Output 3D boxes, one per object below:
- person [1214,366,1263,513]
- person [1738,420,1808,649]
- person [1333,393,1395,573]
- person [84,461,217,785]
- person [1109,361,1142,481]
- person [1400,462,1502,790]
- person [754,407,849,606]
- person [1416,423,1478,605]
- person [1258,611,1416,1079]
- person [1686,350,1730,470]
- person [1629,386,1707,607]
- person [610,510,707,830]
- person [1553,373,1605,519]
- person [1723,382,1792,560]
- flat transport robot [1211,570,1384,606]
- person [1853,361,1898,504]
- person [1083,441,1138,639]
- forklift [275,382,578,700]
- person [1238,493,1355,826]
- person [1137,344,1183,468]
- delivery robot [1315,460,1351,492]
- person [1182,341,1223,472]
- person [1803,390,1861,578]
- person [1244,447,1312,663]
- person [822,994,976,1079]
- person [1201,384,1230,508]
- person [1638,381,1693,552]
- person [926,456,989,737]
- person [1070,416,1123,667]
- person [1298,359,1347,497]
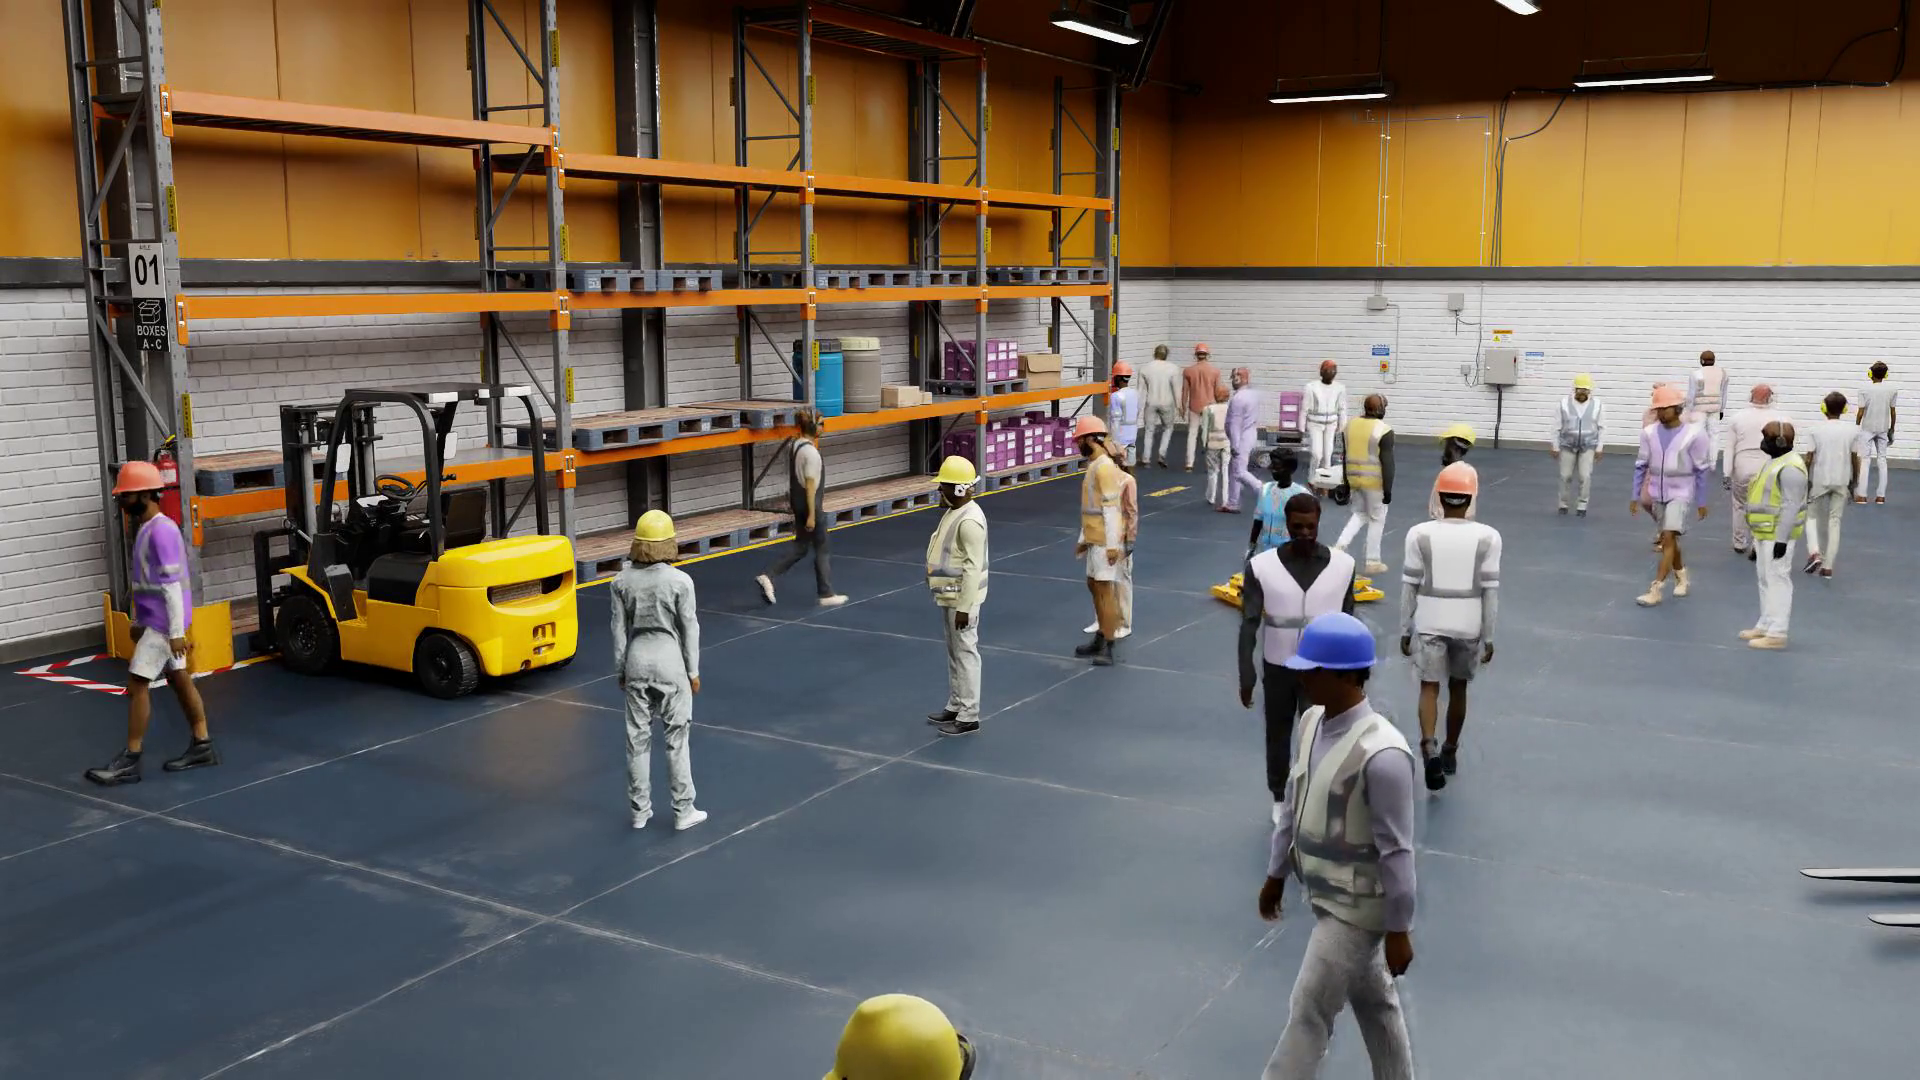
[{"bbox_3d":[3.563,-1.219,20.644,0.791,1.871,0.650,5,10,28],"label":"person"},{"bbox_3d":[6.549,-0.047,13.391,0.429,1.840,0.633,2,9,12],"label":"person"},{"bbox_3d":[4.058,-0.557,16.629,0.529,1.826,0.647,-6,11,-35],"label":"person"},{"bbox_3d":[-4.874,0.489,9.845,0.836,1.903,0.564,-5,10,-29],"label":"person"},{"bbox_3d":[1.988,-1.230,20.476,0.355,1.939,0.543,8,12,39],"label":"person"},{"bbox_3d":[2.862,0.504,9.743,0.548,1.915,0.831,2,9,15],"label":"person"},{"bbox_3d":[-1.422,-0.281,14.925,0.800,1.826,0.526,-4,10,-25],"label":"person"},{"bbox_3d":[3.725,0.057,12.654,0.394,1.877,0.703,7,11,36],"label":"person"},{"bbox_3d":[1.163,1.179,5.539,0.980,1.896,0.633,-2,9,-10],"label":"person"},{"bbox_3d":[11.418,-1.982,25.491,0.621,1.838,0.429,0,9,-3],"label":"person"},{"bbox_3d":[6.524,-0.421,15.259,1.022,1.998,0.612,-7,12,-38],"label":"person"},{"bbox_3d":[-1.634,0.702,9.016,0.483,1.745,0.305,2,9,12],"label":"person"},{"bbox_3d":[7.613,-1.160,20.475,0.599,1.804,0.548,3,10,17],"label":"person"},{"bbox_3d":[8.416,-0.732,17.586,0.650,1.868,0.931,4,10,23],"label":"person"},{"bbox_3d":[3.107,0.428,15.309,1.431,0.197,0.652,-3,10,-16],"label":"flat transport robot"},{"bbox_3d":[11.959,-1.404,21.768,0.520,1.874,0.327,2,9,10],"label":"person"},{"bbox_3d":[1.259,-0.006,13.758,0.314,1.639,0.517,-7,12,-38],"label":"person"},{"bbox_3d":[-3.974,-0.067,12.417,2.313,2.155,1.214,5,11,30],"label":"forklift"},{"bbox_3d":[1.768,0.688,8.718,0.622,1.862,1.002,1,9,3],"label":"person"},{"bbox_3d":[3.088,-2.059,25.722,0.729,1.915,0.409,2,9,14],"label":"person"},{"bbox_3d":[5.010,-0.811,21.868,0.477,0.478,0.707,-6,11,-32],"label":"delivery robot"},{"bbox_3d":[3.669,-2.006,25.155,0.615,1.992,0.391,2,9,12],"label":"person"},{"bbox_3d":[8.620,-0.542,16.463,0.531,1.852,0.398,3,10,19],"label":"person"},{"bbox_3d":[2.444,0.118,12.890,0.672,1.677,0.552,-5,11,-31],"label":"person"},{"bbox_3d":[-0.003,1.651,3.103,0.648,1.749,0.529,-5,10,-28],"label":"person"},{"bbox_3d":[3.357,-1.199,21.359,0.537,1.588,0.878,0,9,0],"label":"person"},{"bbox_3d":[7.642,-0.793,17.983,0.562,1.872,0.672,-4,10,-23],"label":"person"},{"bbox_3d":[-0.022,0.362,10.861,0.404,1.833,0.589,-2,9,-12],"label":"person"},{"bbox_3d":[1.071,0.006,12.909,0.393,1.904,0.710,-1,9,-3],"label":"person"},{"bbox_3d":[4.875,-1.496,22.371,0.657,1.861,0.461,-1,9,-9],"label":"person"}]
